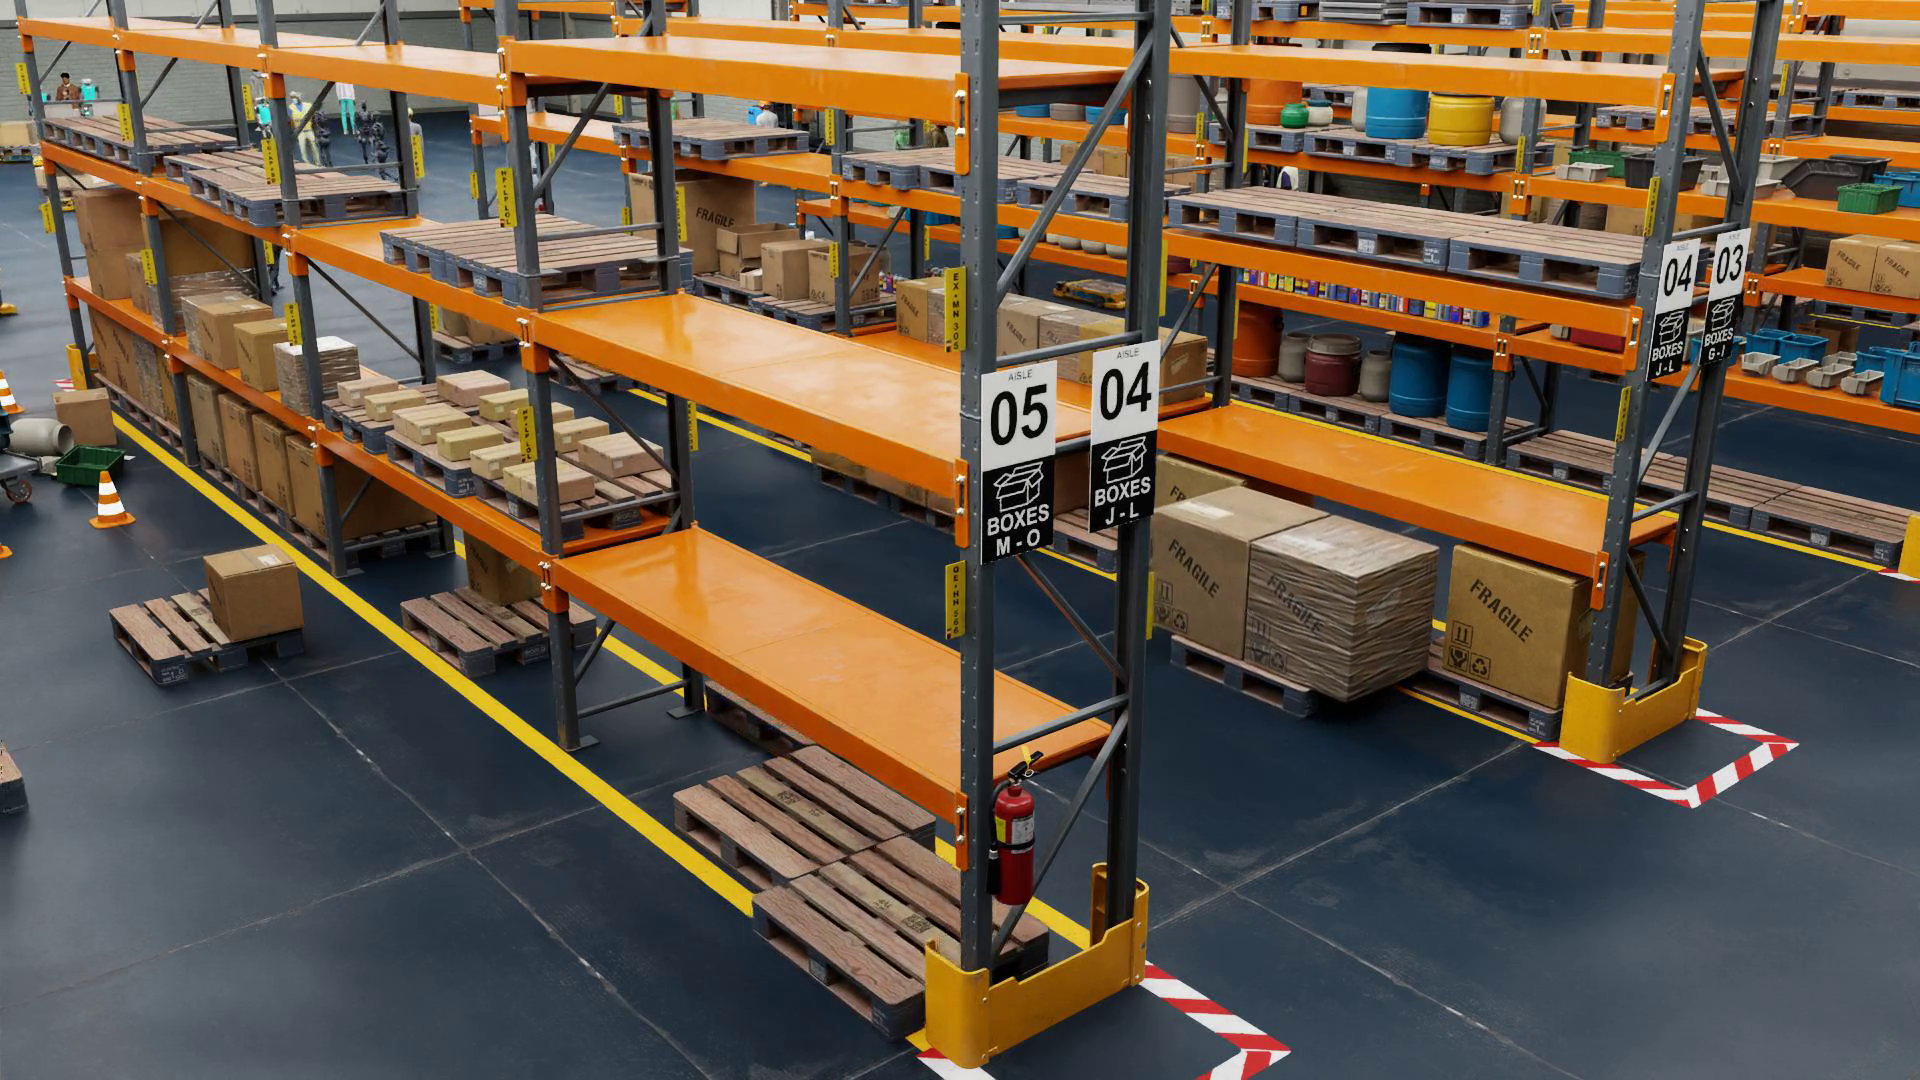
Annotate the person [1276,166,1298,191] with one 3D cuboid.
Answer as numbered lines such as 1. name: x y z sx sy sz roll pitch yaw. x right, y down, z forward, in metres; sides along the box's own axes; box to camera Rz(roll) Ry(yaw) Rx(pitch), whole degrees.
1. person: 5.325 -5.476 27.142 0.391 1.846 0.563 7 21 19

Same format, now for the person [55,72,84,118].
1. person: -23.641 -11.487 44.232 0.798 1.854 0.380 -4 20 -10

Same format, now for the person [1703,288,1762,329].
1. person: 10.401 -3.637 22.188 0.538 1.649 0.873 -15 24 -37

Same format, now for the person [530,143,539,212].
1. person: -8.364 -7.320 32.348 0.424 1.870 0.593 -12 23 -30

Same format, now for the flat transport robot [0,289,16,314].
1. flat transport robot: -13.922 -3.165 22.943 0.659 0.231 1.431 16 25 38

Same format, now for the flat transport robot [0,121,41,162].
1. flat transport robot: -22.837 -9.342 40.524 1.431 0.231 0.659 -5 20 -14

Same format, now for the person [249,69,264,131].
1. person: -20.010 -12.653 47.527 0.401 1.876 0.497 12 23 31

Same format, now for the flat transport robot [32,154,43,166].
1. flat transport robot: -22.038 -9.224 40.188 0.659 0.231 1.431 -10 22 -26

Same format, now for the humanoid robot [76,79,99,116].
1. humanoid robot: -22.786 -11.155 43.510 0.564 1.807 0.810 -17 25 -40

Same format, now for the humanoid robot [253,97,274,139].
1. humanoid robot: -15.543 -9.129 37.833 0.797 1.835 0.535 4 20 12

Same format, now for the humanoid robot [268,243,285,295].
1. humanoid robot: -10.226 -4.458 24.563 0.609 1.640 0.740 1 19 3

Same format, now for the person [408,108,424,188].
1. person: -11.696 -8.307 35.396 0.529 1.710 0.937 -9 21 -23

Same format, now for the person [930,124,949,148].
1. person: -0.410 -7.735 33.710 0.427 1.748 0.544 10 22 26

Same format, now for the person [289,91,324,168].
1. person: -15.016 -9.349 38.155 0.615 1.854 0.453 -7 21 -20

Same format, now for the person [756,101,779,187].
1. person: -4.156 -8.577 35.909 0.569 1.889 0.389 -11 22 -28

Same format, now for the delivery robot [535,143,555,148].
1. delivery robot: -10.816 -10.437 43.195 0.499 0.585 0.775 -12 23 -31

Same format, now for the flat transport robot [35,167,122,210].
1. flat transport robot: -17.542 -6.772 33.210 0.659 0.231 1.431 7 20 18

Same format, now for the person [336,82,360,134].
1. person: -17.193 -12.346 46.592 0.487 1.917 0.382 0 19 0

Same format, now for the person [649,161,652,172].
1. person: -5.092 -5.937 28.275 0.361 1.963 0.613 -3 20 -9

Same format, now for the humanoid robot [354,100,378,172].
1. humanoid robot: -13.779 -9.393 38.628 0.589 1.628 0.790 -6 20 -16

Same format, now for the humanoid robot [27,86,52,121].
1. humanoid robot: -22.654 -10.302 40.987 0.562 1.752 0.687 -15 25 -37

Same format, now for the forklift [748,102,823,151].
1. forklift: -4.526 -11.368 42.374 1.129 2.768 1.873 -15 24 -37

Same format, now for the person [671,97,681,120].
1. person: -6.856 -9.840 39.422 0.517 1.933 0.977 -8 21 -21

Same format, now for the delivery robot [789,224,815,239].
1. delivery robot: -2.806 -4.923 27.545 0.785 0.614 0.523 2 19 6

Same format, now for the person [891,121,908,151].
1. person: -1.147 -7.433 32.939 0.690 1.684 0.502 2 19 4

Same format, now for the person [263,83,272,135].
1. person: -18.578 -11.580 44.749 0.322 1.691 0.531 -6 20 -17

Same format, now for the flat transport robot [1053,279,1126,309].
1. flat transport robot: 2.056 -3.563 24.078 0.659 0.231 1.431 -14 24 -34

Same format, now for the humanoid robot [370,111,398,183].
1. humanoid robot: -12.297 -8.298 35.441 0.407 1.646 0.610 -2 19 -6

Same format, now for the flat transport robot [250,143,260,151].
1. flat transport robot: -18.640 -9.943 42.235 1.431 0.231 0.659 2 19 6

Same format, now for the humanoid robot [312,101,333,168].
1. humanoid robot: -14.537 -9.204 38.007 0.379 1.639 0.599 0 19 0
